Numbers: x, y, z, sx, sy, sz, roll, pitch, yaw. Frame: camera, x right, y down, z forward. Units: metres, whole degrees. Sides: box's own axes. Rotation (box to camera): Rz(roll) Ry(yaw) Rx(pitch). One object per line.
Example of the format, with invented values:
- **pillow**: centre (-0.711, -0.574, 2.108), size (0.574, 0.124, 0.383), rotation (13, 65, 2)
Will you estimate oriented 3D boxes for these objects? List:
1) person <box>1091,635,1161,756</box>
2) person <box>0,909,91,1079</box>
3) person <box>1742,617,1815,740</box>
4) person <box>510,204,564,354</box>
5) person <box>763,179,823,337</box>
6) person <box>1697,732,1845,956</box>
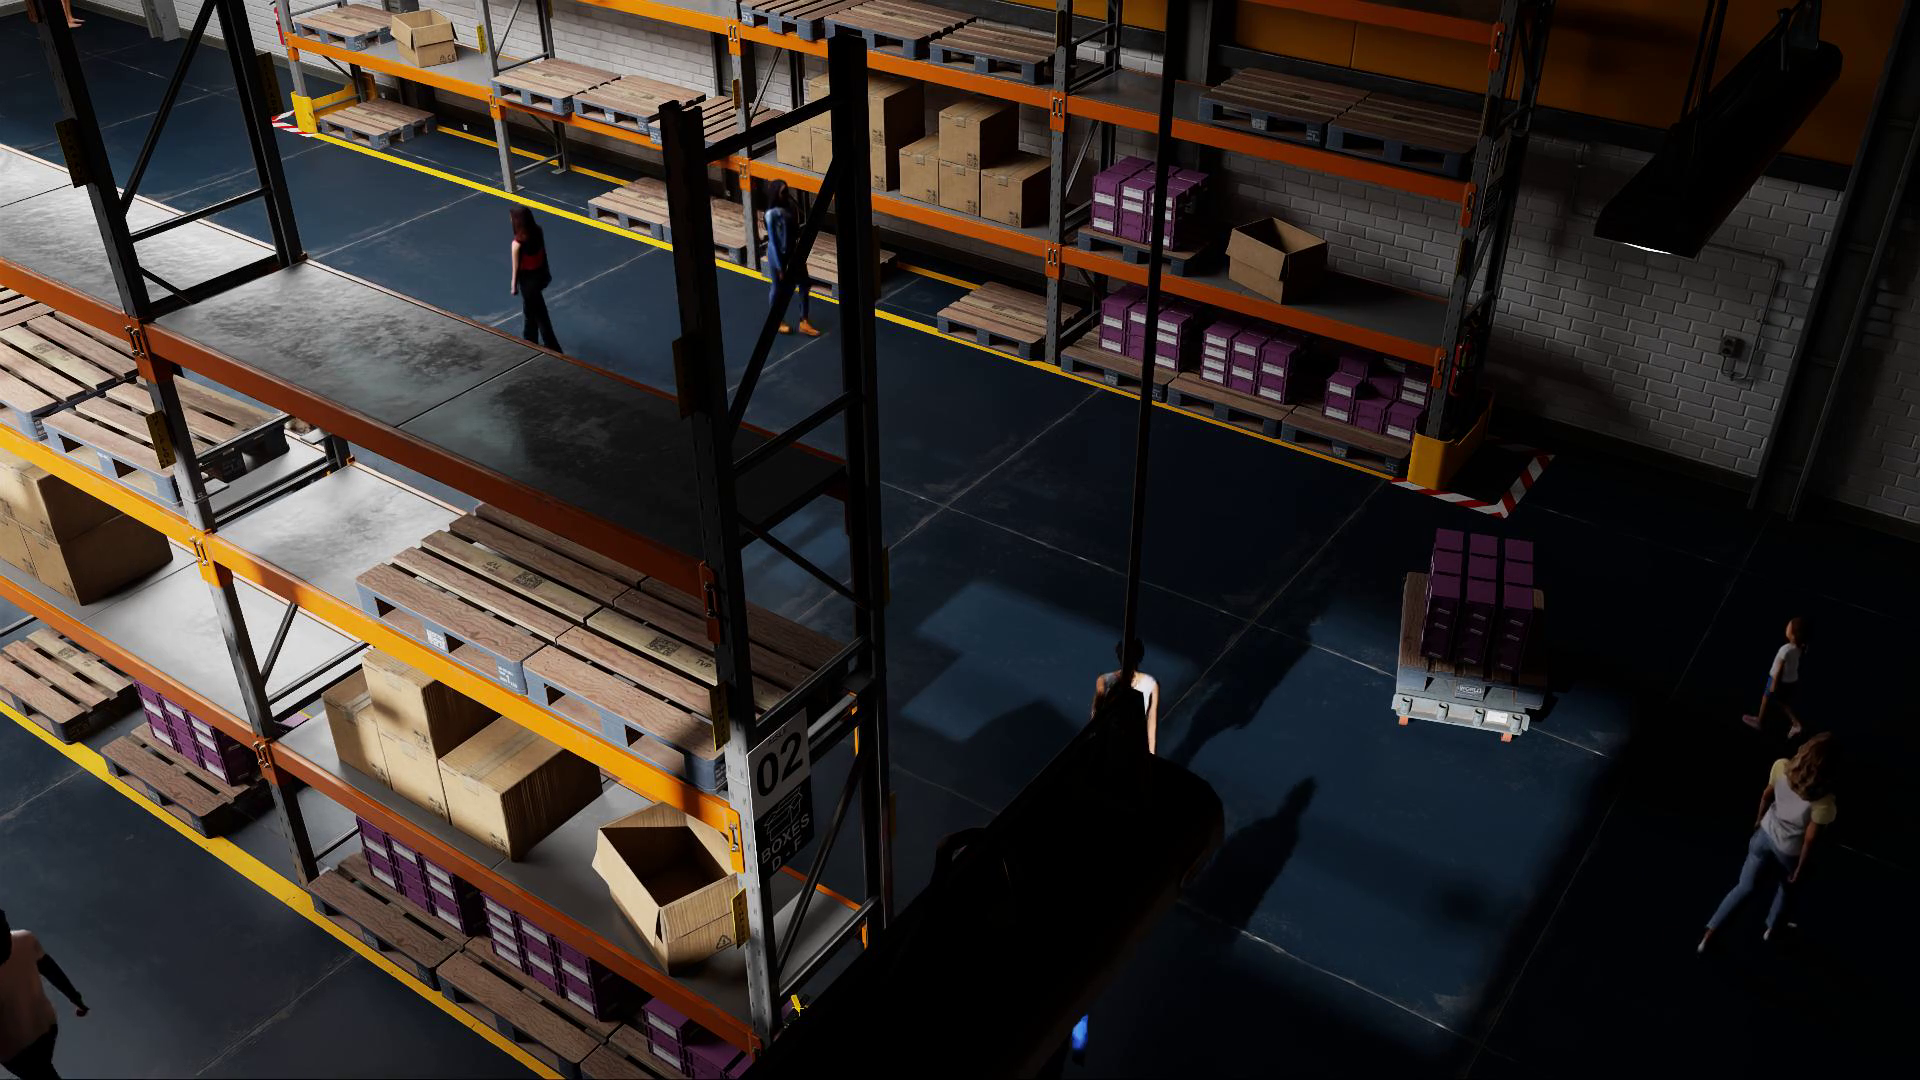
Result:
- **person**: centre (1.050, 1.350, 10.761), size (0.989, 1.591, 0.955), rotation (1, 34, 2)
- **person**: centre (-5.040, 2.570, 8.832), size (1.054, 1.696, 0.871), rotation (9, 35, 13)
- **person**: centre (5.892, 0.999, 11.814), size (0.544, 1.010, 0.700), rotation (-21, 39, -28)
- **person**: centre (-4.184, -2.544, 16.576), size (0.914, 1.640, 0.729), rotation (11, 35, 16)
- **person**: centre (-1.886, -2.898, 17.062), size (0.842, 1.691, 0.634), rotation (20, 39, 27)
- **person**: centre (4.828, 1.852, 9.915), size (1.005, 1.692, 1.085), rotation (-15, 37, -22)
